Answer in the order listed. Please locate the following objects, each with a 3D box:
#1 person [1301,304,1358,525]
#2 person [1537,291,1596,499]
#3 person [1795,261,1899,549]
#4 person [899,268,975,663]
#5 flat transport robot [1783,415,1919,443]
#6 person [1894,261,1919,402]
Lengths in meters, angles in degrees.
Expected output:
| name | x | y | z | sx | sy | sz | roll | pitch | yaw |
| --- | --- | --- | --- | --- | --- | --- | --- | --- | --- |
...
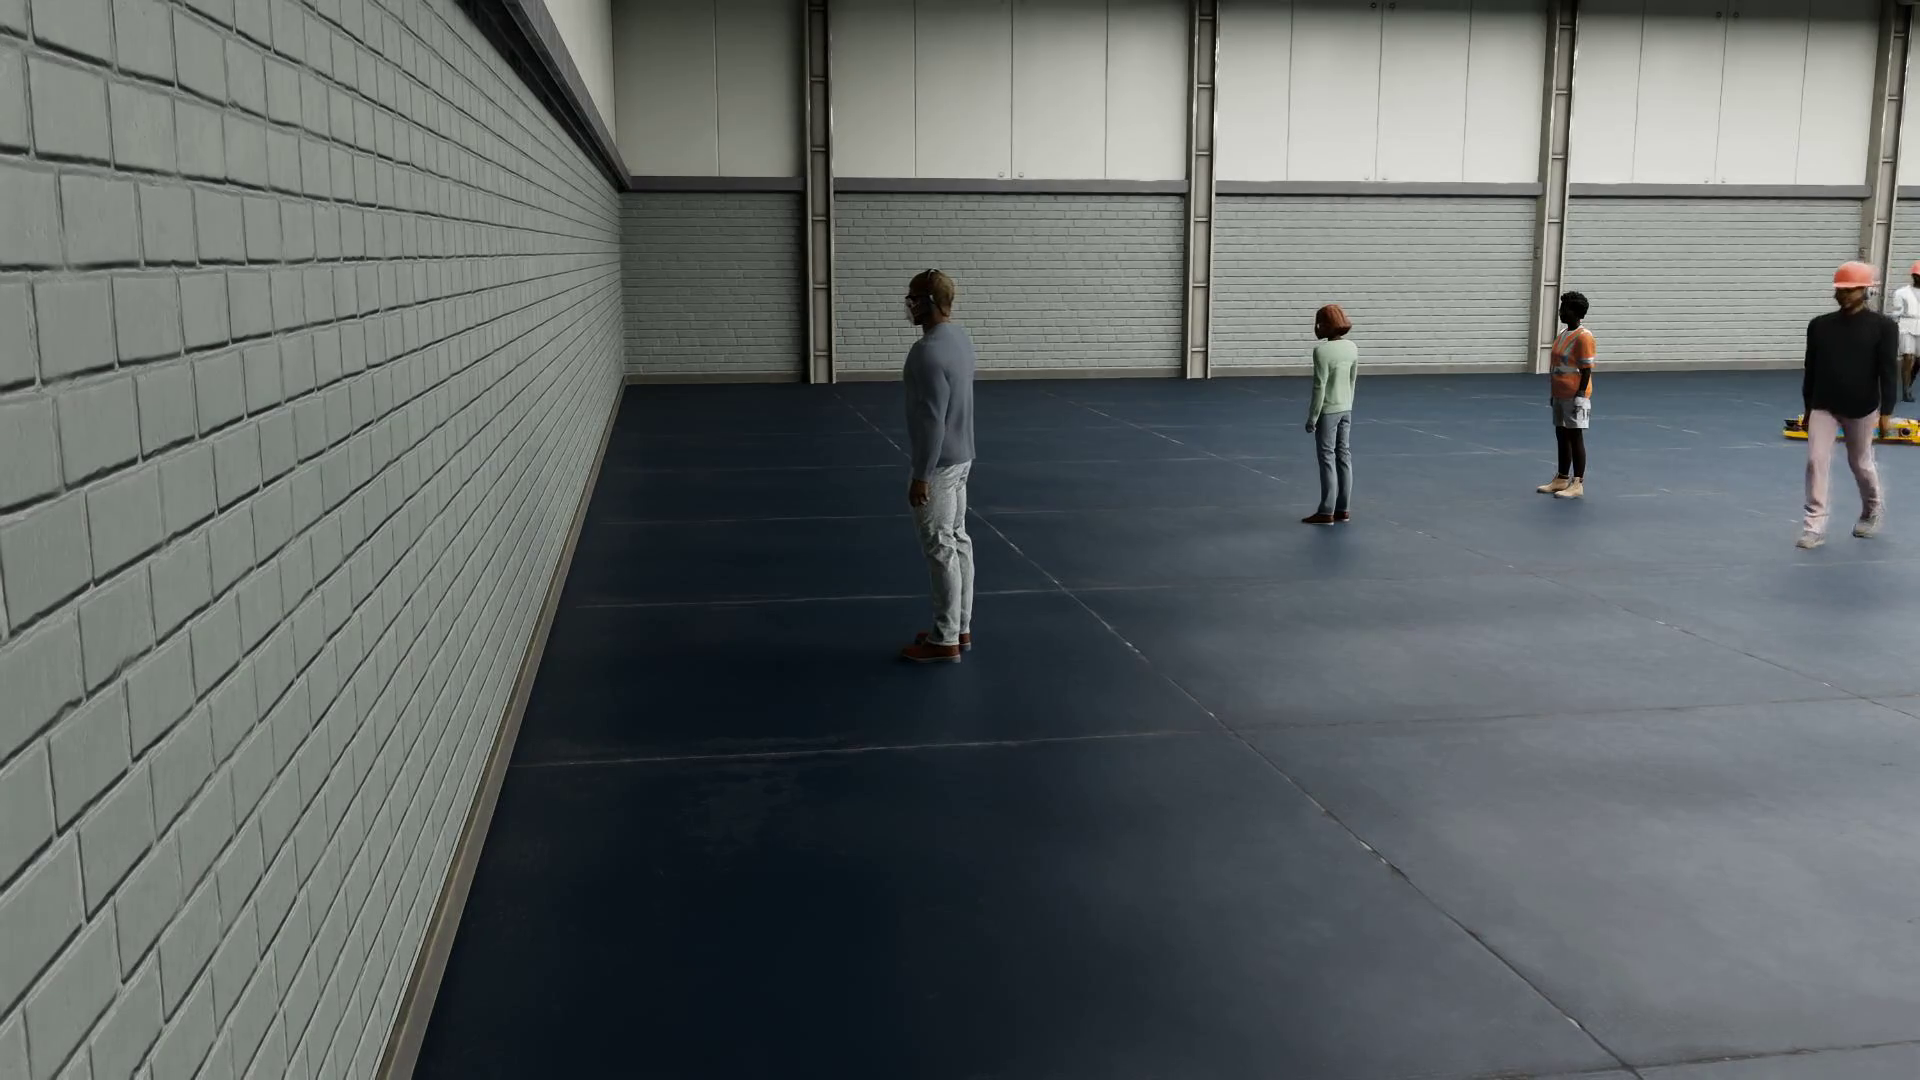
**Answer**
| name | x | y | z | sx | sy | sz | roll | pitch | yaw |
| --- | --- | --- | --- | --- | --- | --- | --- | --- | --- |
| person | 2.752 | -0.926 | 12.351 | 0.498 | 1.632 | 0.285 | -9 | 13 | -43 |
| person | 5.009 | -1.190 | 13.686 | 0.315 | 1.696 | 0.540 | -1 | 10 | -5 |
| person | 6.155 | -0.940 | 11.494 | 0.940 | 1.965 | 0.623 | -9 | 13 | -41 |
| person | -0.108 | -0.360 | 8.210 | 0.353 | 1.937 | 0.635 | 3 | 10 | 15 |
| flat transport robot | 9.644 | -1.203 | 17.859 | 1.431 | 0.197 | 0.652 | 5 | 11 | 26 |
| person | 12.931 | -2.833 | 22.547 | 0.544 | 1.915 | 0.742 | 3 | 10 | 19 |
